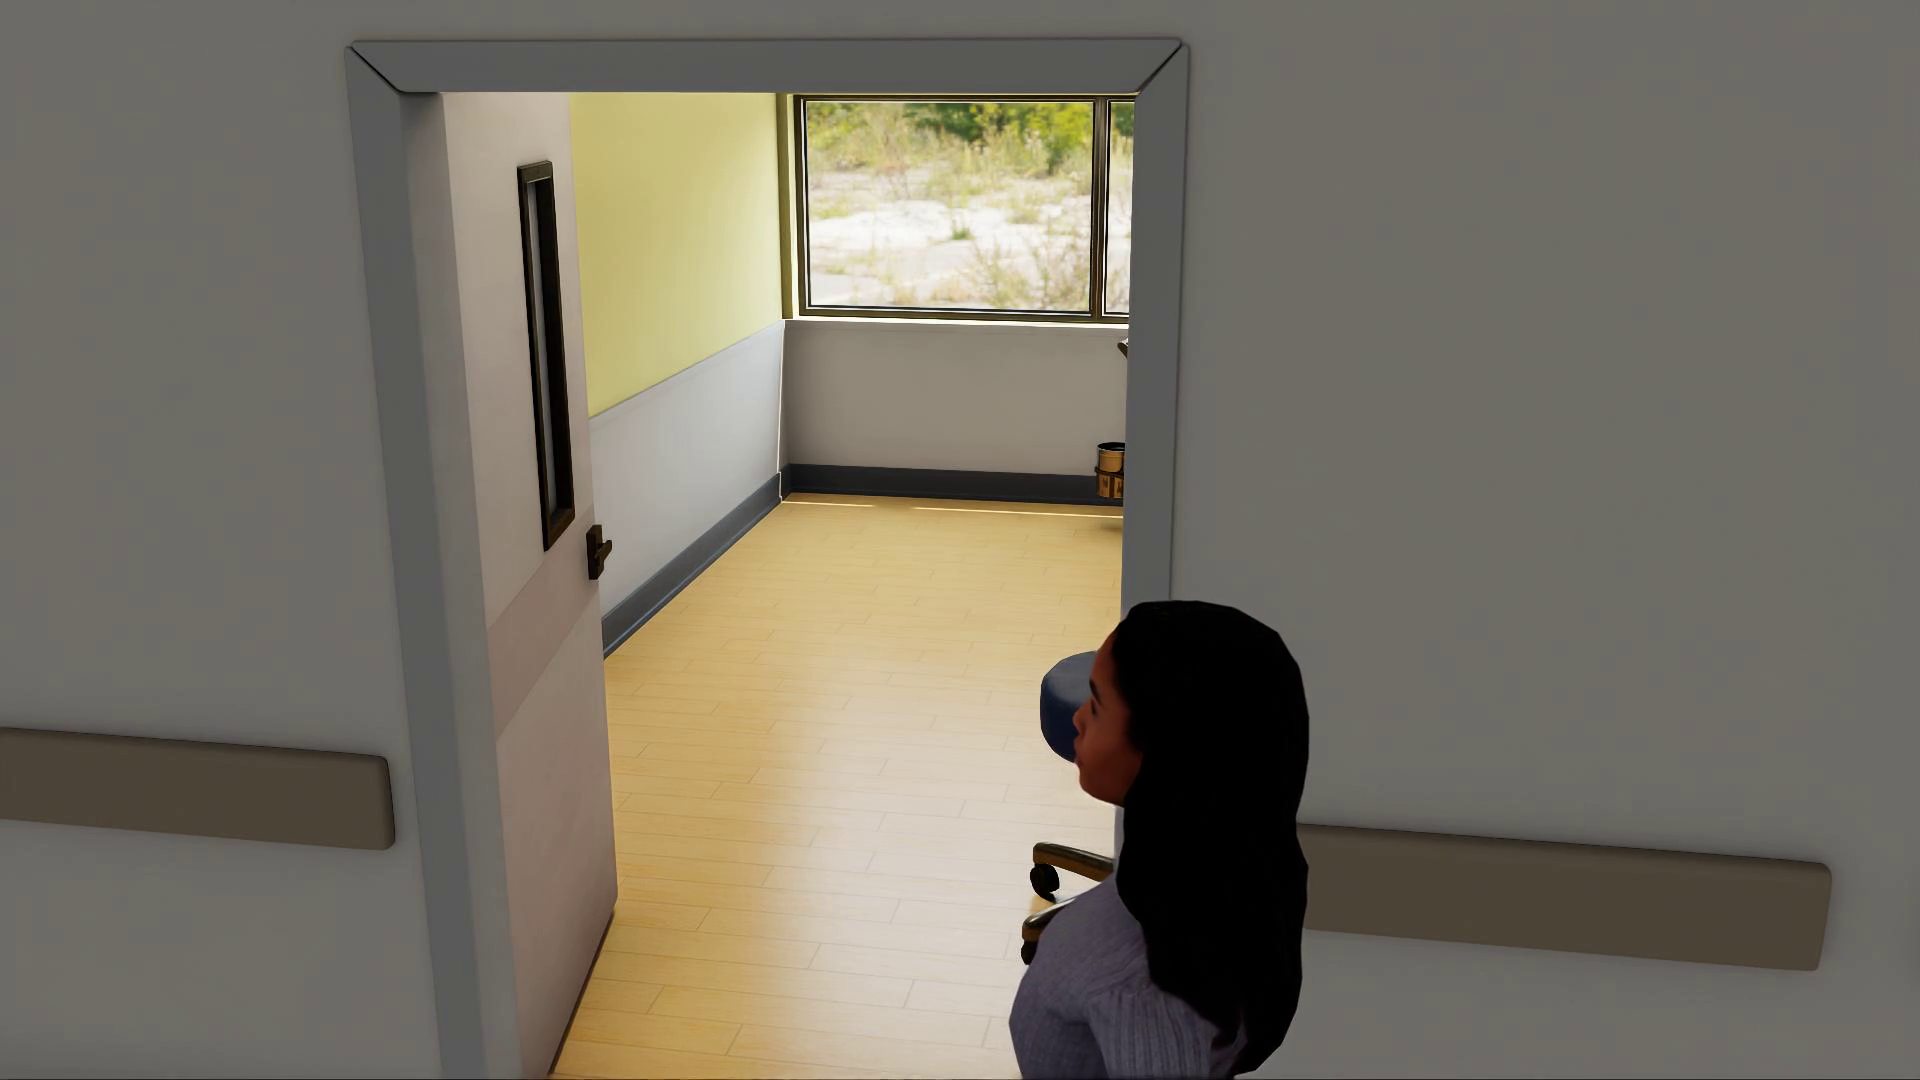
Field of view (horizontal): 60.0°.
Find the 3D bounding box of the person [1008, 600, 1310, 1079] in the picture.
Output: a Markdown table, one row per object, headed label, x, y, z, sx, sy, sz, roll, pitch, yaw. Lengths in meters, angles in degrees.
| label | x | y | z | sx | sy | sz | roll | pitch | yaw |
| --- | --- | --- | --- | --- | --- | --- | --- | --- | --- |
| person | 0.238 | 0.899 | 1.918 | 0.544 | 1.736 | 0.617 | 4 | 16 | 14 |
